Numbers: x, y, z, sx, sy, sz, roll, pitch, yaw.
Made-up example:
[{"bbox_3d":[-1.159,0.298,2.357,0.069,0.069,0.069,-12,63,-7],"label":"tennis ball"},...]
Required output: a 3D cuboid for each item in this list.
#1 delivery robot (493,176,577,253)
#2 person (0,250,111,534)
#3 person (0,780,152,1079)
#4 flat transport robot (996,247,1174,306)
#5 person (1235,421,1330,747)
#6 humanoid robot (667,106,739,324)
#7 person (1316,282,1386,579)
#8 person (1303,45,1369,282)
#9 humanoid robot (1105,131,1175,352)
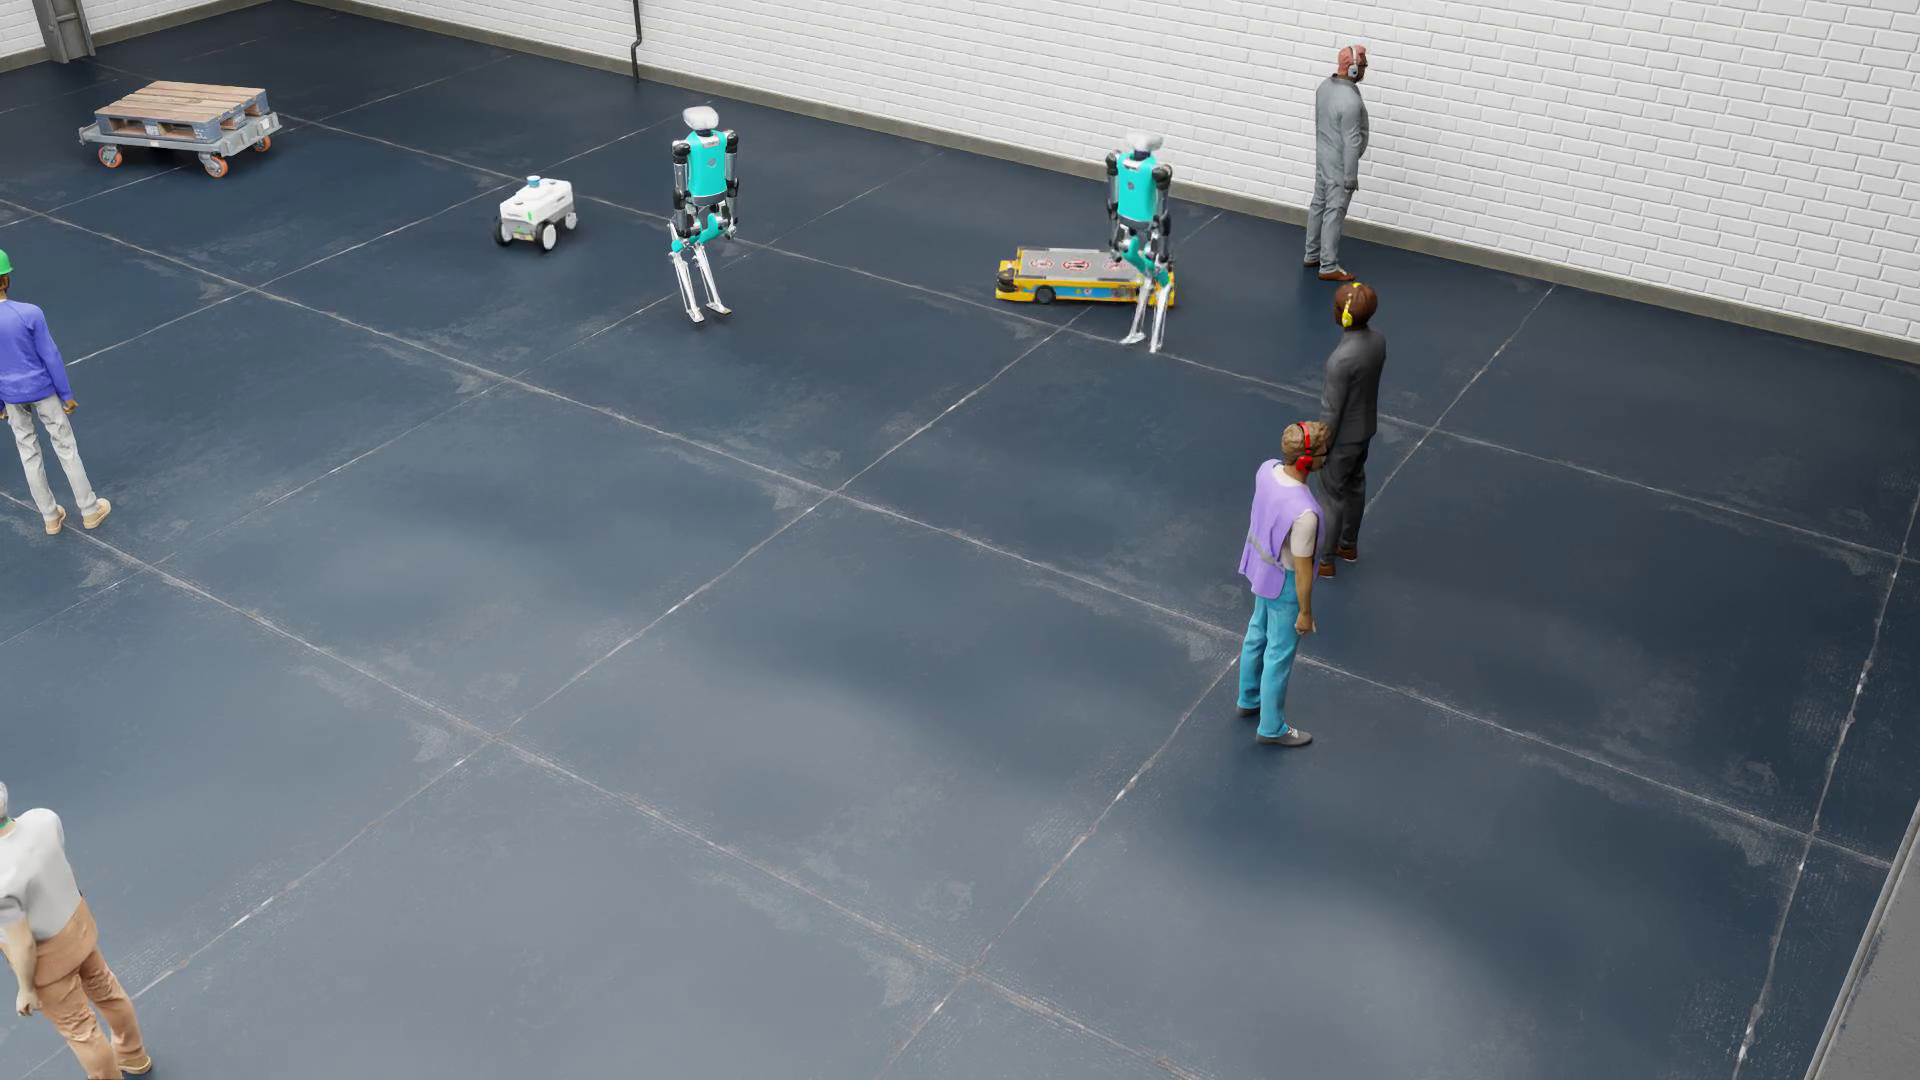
[{"bbox_3d":[-3.668,-2.873,14.436,0.499,0.566,0.739,11,34,17],"label":"delivery robot"},{"bbox_3d":[-5.694,-0.906,10.192,0.467,1.863,0.369,-8,34,-12],"label":"person"},{"bbox_3d":[-3.526,1.577,6.440,0.325,1.742,0.482,0,33,0],"label":"person"},{"bbox_3d":[1.029,-2.150,13.602,1.431,0.231,0.659,3,33,4],"label":"flat transport robot"},{"bbox_3d":[1.628,0.225,8.449,0.391,1.846,0.563,-8,34,-12],"label":"person"},{"bbox_3d":[-2.020,-2.518,12.697,0.533,1.672,0.735,-21,38,-29],"label":"humanoid robot"},{"bbox_3d":[2.254,-0.629,9.762,0.345,1.868,0.495,26,41,34],"label":"person"},{"bbox_3d":[3.084,-3.057,13.499,0.411,1.909,0.637,-7,33,-11],"label":"person"},{"bbox_3d":[1.432,-2.227,12.350,0.536,1.769,0.765,24,40,33],"label":"humanoid robot"}]
